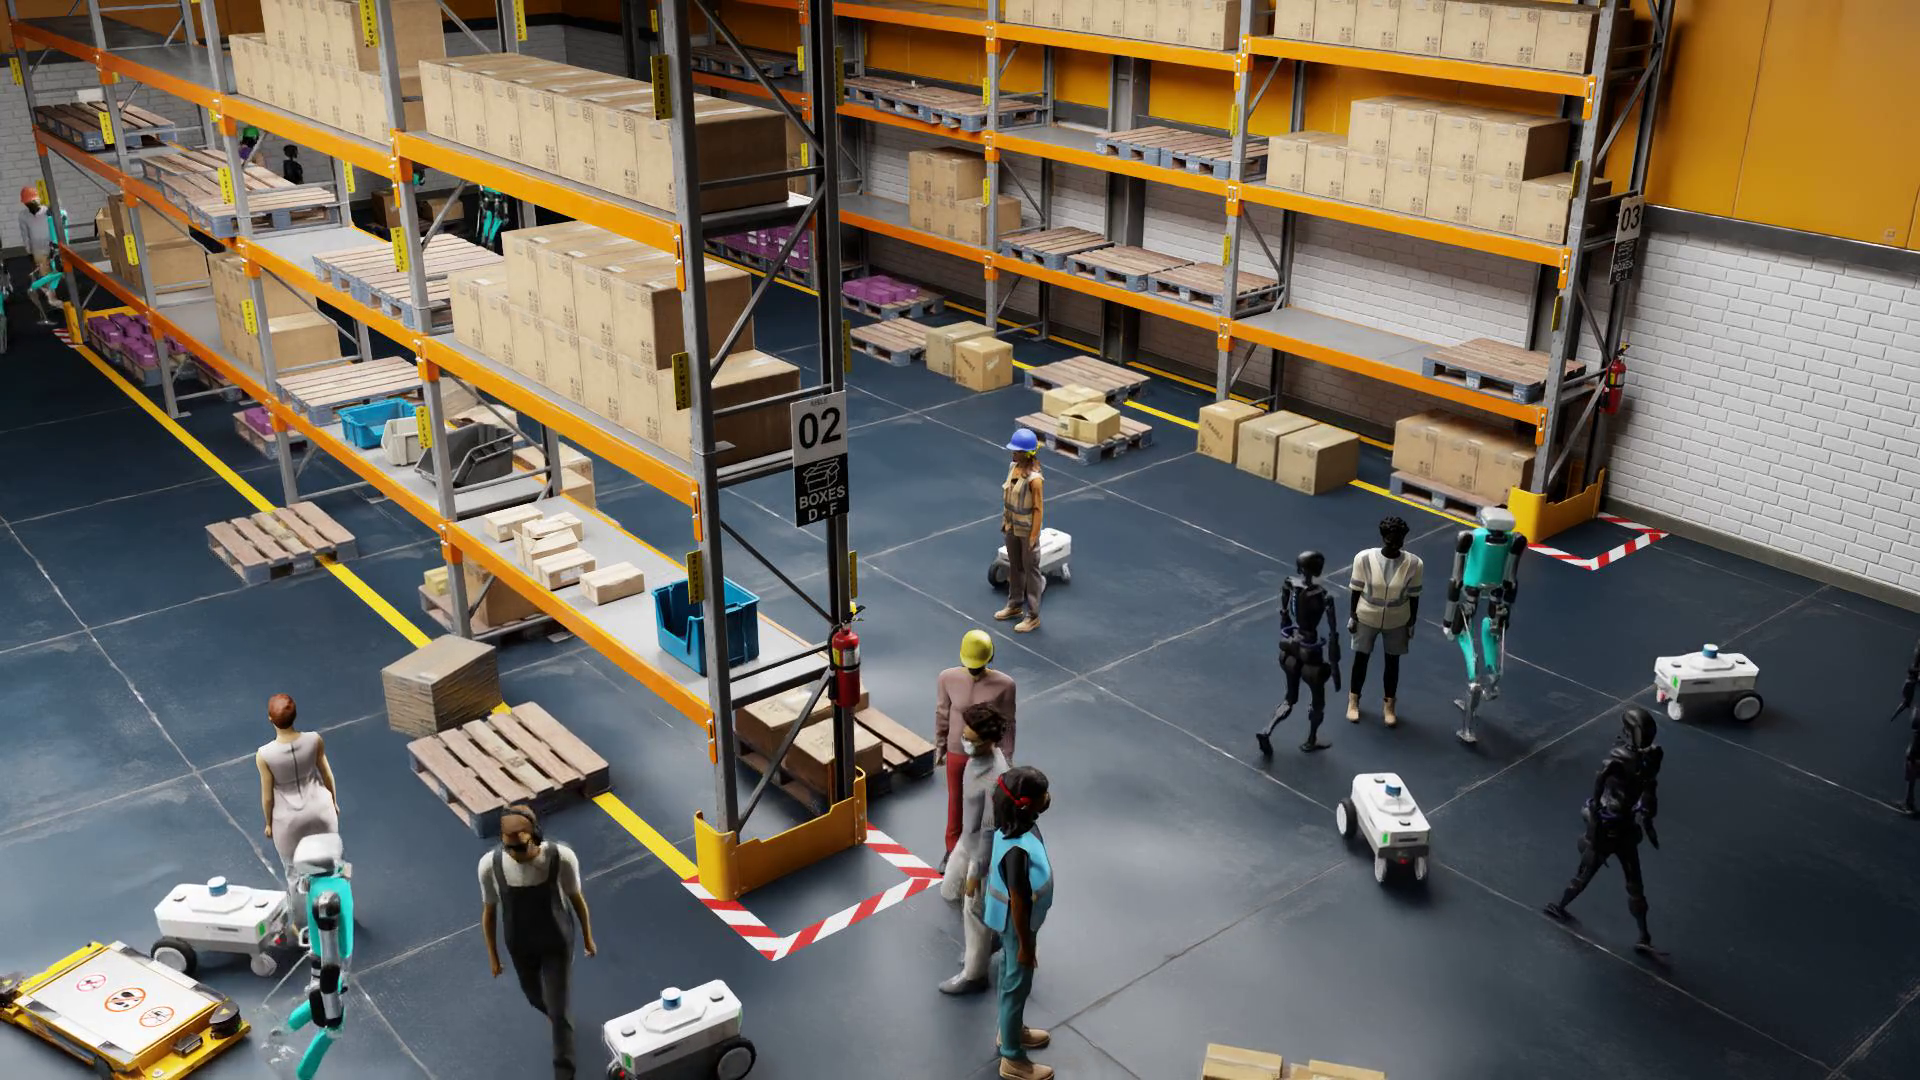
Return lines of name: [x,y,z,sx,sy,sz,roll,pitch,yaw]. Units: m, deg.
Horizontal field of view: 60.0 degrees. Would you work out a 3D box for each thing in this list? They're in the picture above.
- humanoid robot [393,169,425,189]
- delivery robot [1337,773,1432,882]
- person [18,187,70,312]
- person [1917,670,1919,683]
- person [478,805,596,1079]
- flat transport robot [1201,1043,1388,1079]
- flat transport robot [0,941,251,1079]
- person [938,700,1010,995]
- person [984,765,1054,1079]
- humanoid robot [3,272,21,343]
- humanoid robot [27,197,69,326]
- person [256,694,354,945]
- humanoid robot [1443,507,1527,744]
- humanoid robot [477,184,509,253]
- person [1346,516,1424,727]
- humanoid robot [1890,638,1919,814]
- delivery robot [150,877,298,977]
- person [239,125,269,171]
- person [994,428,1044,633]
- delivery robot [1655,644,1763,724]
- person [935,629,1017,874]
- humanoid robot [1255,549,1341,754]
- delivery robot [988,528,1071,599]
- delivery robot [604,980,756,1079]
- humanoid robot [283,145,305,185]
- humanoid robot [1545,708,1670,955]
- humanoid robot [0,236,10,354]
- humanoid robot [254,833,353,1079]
humanoid robot: [-9.429,-6.126,28.015,0.935,1.787,0.547,9,25,20]
delivery robot: [2.833,1.857,11.006,0.499,0.614,0.808,-2,23,-4]
person: [-12.783,-4.091,23.271,0.577,1.728,0.543,-2,23,-4]
person: [7.816,0.262,12.957,0.550,1.923,0.387,13,27,28]
person: [-2.230,2.104,8.853,0.555,1.806,0.837,-2,23,-5]
flat transport robot: [1.517,3.219,8.190,1.431,0.231,0.659,6,24,14]
flat transport robot: [-4.780,2.676,9.447,1.431,0.231,0.659,13,27,28]
person: [0.102,1.760,9.519,0.480,1.887,0.574,-6,24,-14]
person: [0.322,2.041,8.900,0.391,1.868,0.514,0,23,0]
humanoid robot: [-12.623,-3.378,21.676,0.609,1.651,0.350,6,24,14]
humanoid robot: [-12.305,-3.684,22.364,0.965,1.753,0.548,-19,30,-38]
person: [-3.962,1.666,10.027,0.440,1.661,0.285,-17,29,-35]
humanoid robot: [3.898,0.685,12.220,0.568,1.781,0.864,-3,23,-6]
humanoid robot: [-7.139,-4.850,25.155,0.541,1.871,0.767,8,25,18]
person: [3.167,0.598,12.464,0.531,1.694,0.319,5,24,11]
humanoid robot: [6.633,1.160,11.190,0.606,1.641,0.409,12,26,25]
delivery robot: [-4.427,2.303,9.973,0.811,0.613,0.499,3,24,6]
person: [-11.273,-5.683,26.722,0.556,1.916,0.461,19,30,37]
person: [0.514,-0.093,13.951,0.306,1.781,0.462,-15,27,-30]
delivery robot: [5.749,1.094,12.773,0.785,0.614,0.503,-3,23,-6]
person: [0.095,1.358,10.620,0.523,1.761,0.323,4,24,8]
humanoid robot: [2.481,0.821,11.982,0.604,1.631,0.588,-15,28,-32]
delivery robot: [0.649,0.186,14.875,0.513,0.612,0.784,20,30,39]
delivery robot: [-1.526,2.699,9.041,0.783,0.601,0.499,-15,27,-30]
humanoid robot: [-10.566,-5.494,26.594,0.612,1.652,0.410,19,30,38]
humanoid robot: [3.935,1.723,9.932,0.602,1.621,0.778,-12,26,-26]
humanoid robot: [-12.504,-3.308,21.474,0.548,1.768,0.902,-7,24,-16]
humanoid robot: [-3.353,2.333,8.436,0.692,1.828,0.540,-7,24,-15]
